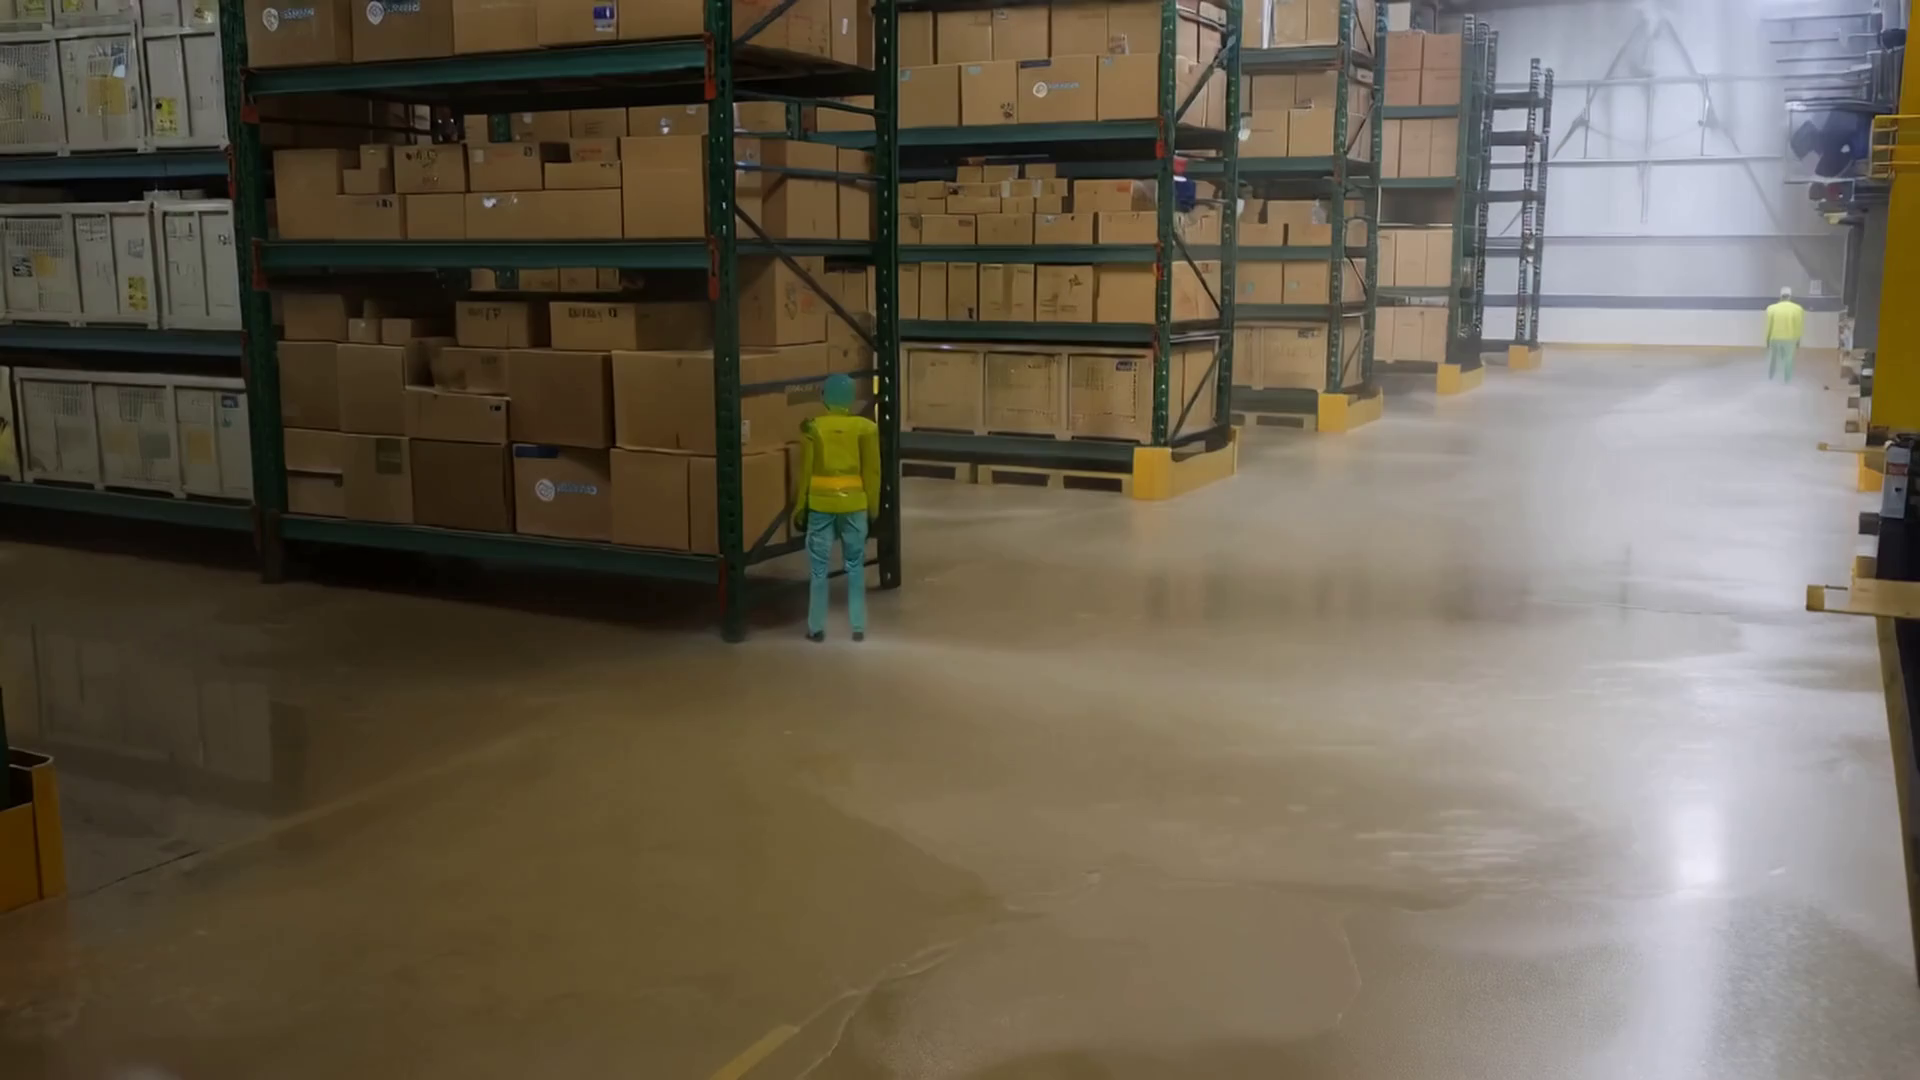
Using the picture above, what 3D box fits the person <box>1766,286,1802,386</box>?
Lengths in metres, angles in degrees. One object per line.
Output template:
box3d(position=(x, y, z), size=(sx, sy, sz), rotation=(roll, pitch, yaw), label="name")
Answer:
box3d(position=(14.486, -3.586, 29.260), size=(0.562, 1.753, 0.322), rotation=(5, 11, 28), label="person")

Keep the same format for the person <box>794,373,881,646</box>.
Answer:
box3d(position=(-0.721, -0.177, 9.894), size=(0.522, 1.631, 0.314), rotation=(-2, 10, -13), label="person")
